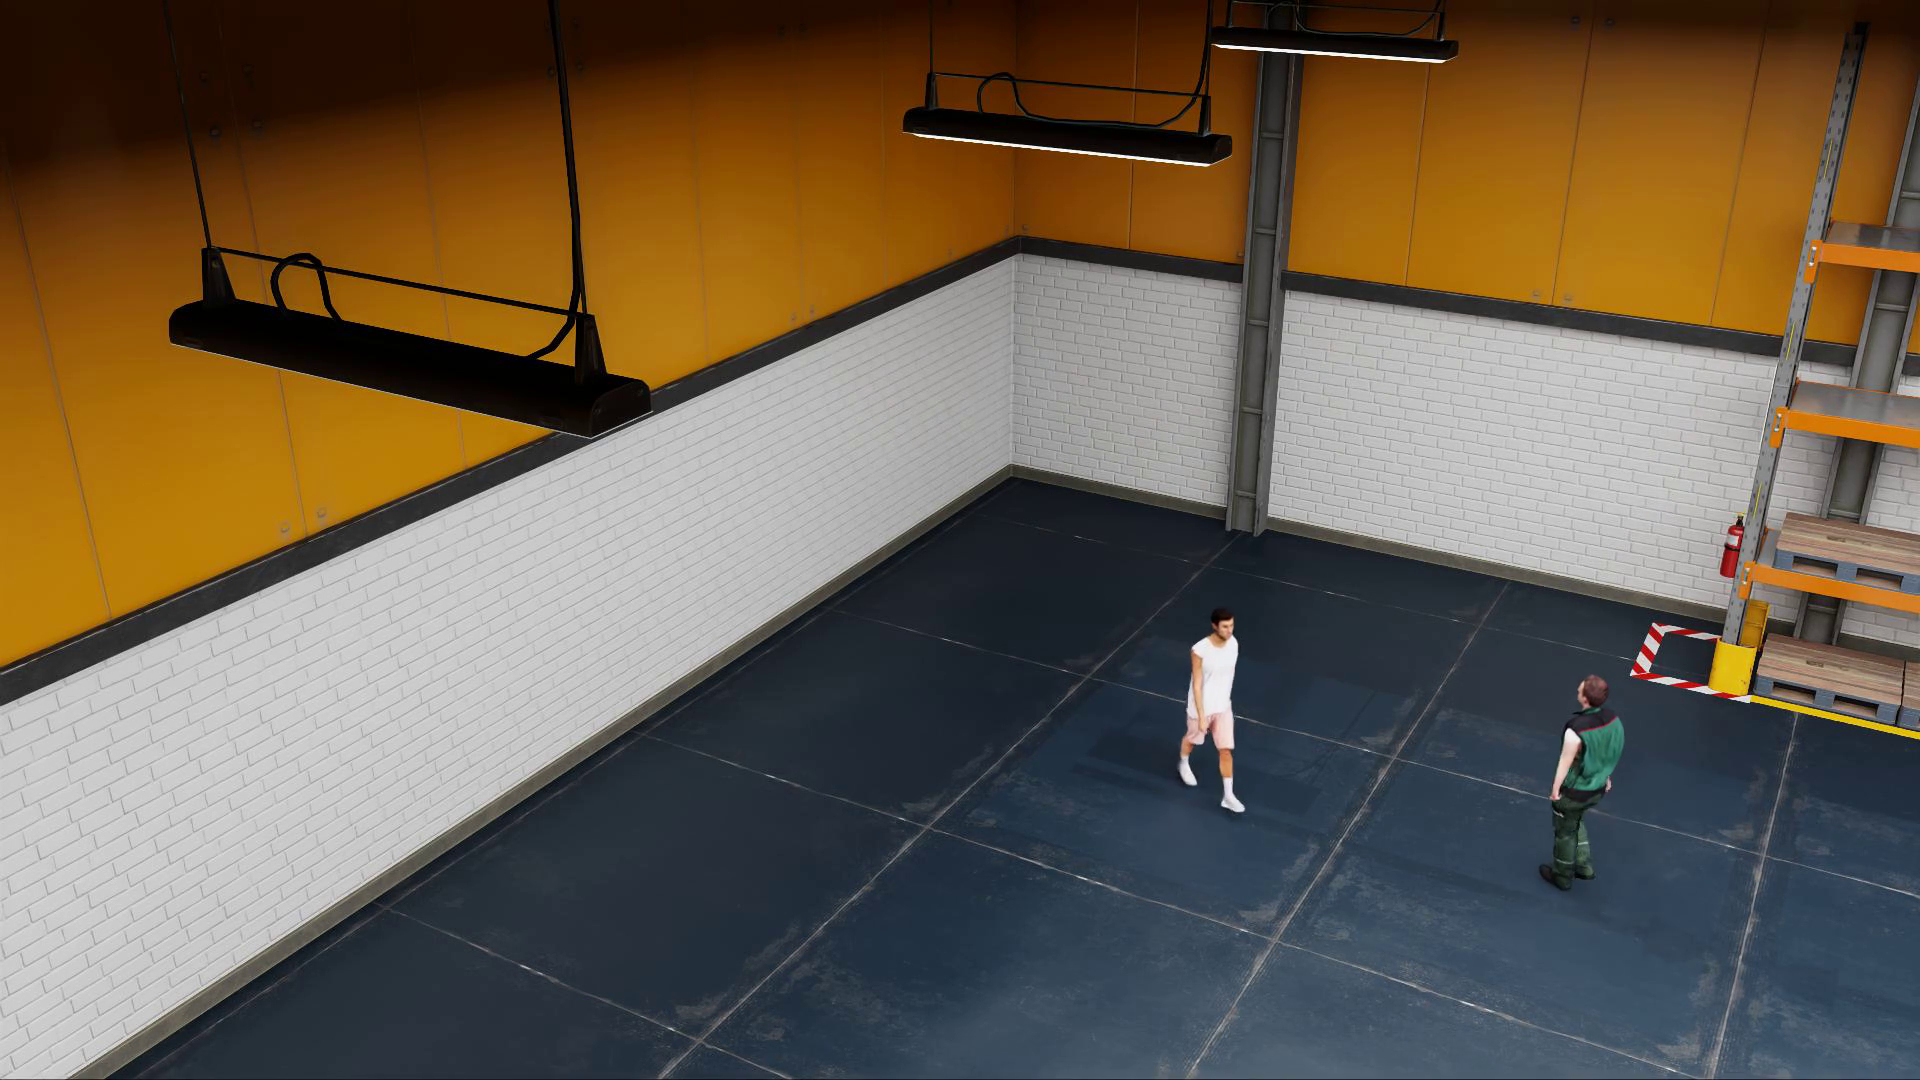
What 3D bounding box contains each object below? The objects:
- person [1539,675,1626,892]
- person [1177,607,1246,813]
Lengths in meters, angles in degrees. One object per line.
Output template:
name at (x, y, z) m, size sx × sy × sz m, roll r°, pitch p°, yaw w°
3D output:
person at (4.716, 1.865, 12.502) m, size 0.806 × 1.831 × 0.855 m, roll -11°, pitch 26°, yaw -24°
person at (2.021, 1.343, 13.810) m, size 1.068 × 1.740 × 1.209 m, roll -10°, pitch 25°, yaw -21°
